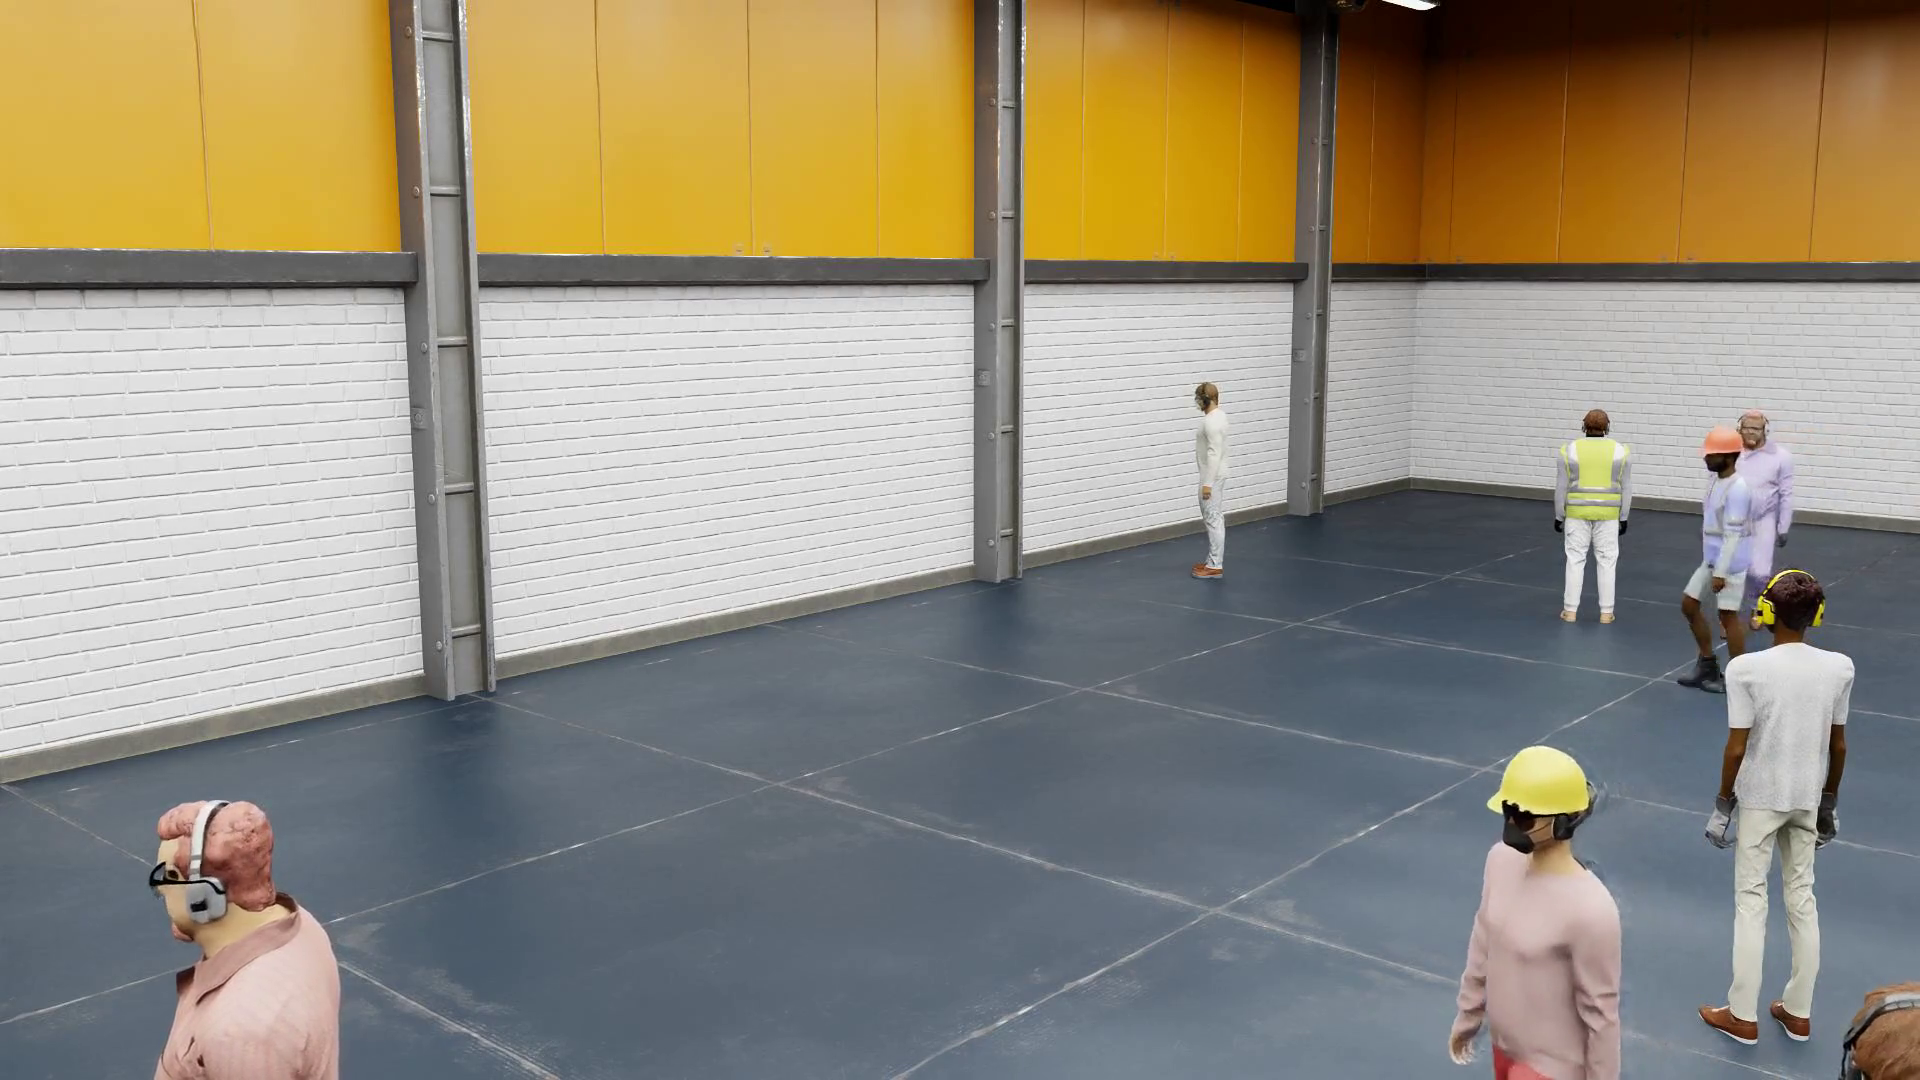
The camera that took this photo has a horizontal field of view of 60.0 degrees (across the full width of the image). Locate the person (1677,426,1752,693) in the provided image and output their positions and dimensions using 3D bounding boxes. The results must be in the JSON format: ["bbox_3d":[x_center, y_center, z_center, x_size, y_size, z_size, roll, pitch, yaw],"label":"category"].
[{"bbox_3d":[5.369,0.150,11.801,0.581,1.912,0.569,1,9,8],"label":"person"}]

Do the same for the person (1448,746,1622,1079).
[{"bbox_3d":[1.643,1.394,4.582,0.851,1.739,0.525,-2,9,-11],"label":"person"}]

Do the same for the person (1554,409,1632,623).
[{"bbox_3d":[5.416,-0.204,14.265,0.621,1.845,0.429,3,9,17],"label":"person"}]

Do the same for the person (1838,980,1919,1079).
[{"bbox_3d":[1.529,1.624,2.799,0.624,1.840,0.429,3,10,19],"label":"person"}]

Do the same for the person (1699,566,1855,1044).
[{"bbox_3d":[3.160,1.026,6.450,0.513,1.872,0.328,-1,9,-5],"label":"person"}]

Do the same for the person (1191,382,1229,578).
[{"bbox_3d":[2.471,-0.590,16.398,0.354,1.932,0.635,2,9,12],"label":"person"}]

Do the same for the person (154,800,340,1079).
[{"bbox_3d":[-1.510,1.473,3.536,0.403,1.904,0.651,-3,9,-16],"label":"person"}]

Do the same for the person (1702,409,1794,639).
[{"bbox_3d":[6.456,-0.131,13.652,0.661,1.899,0.490,6,11,34],"label":"person"}]
